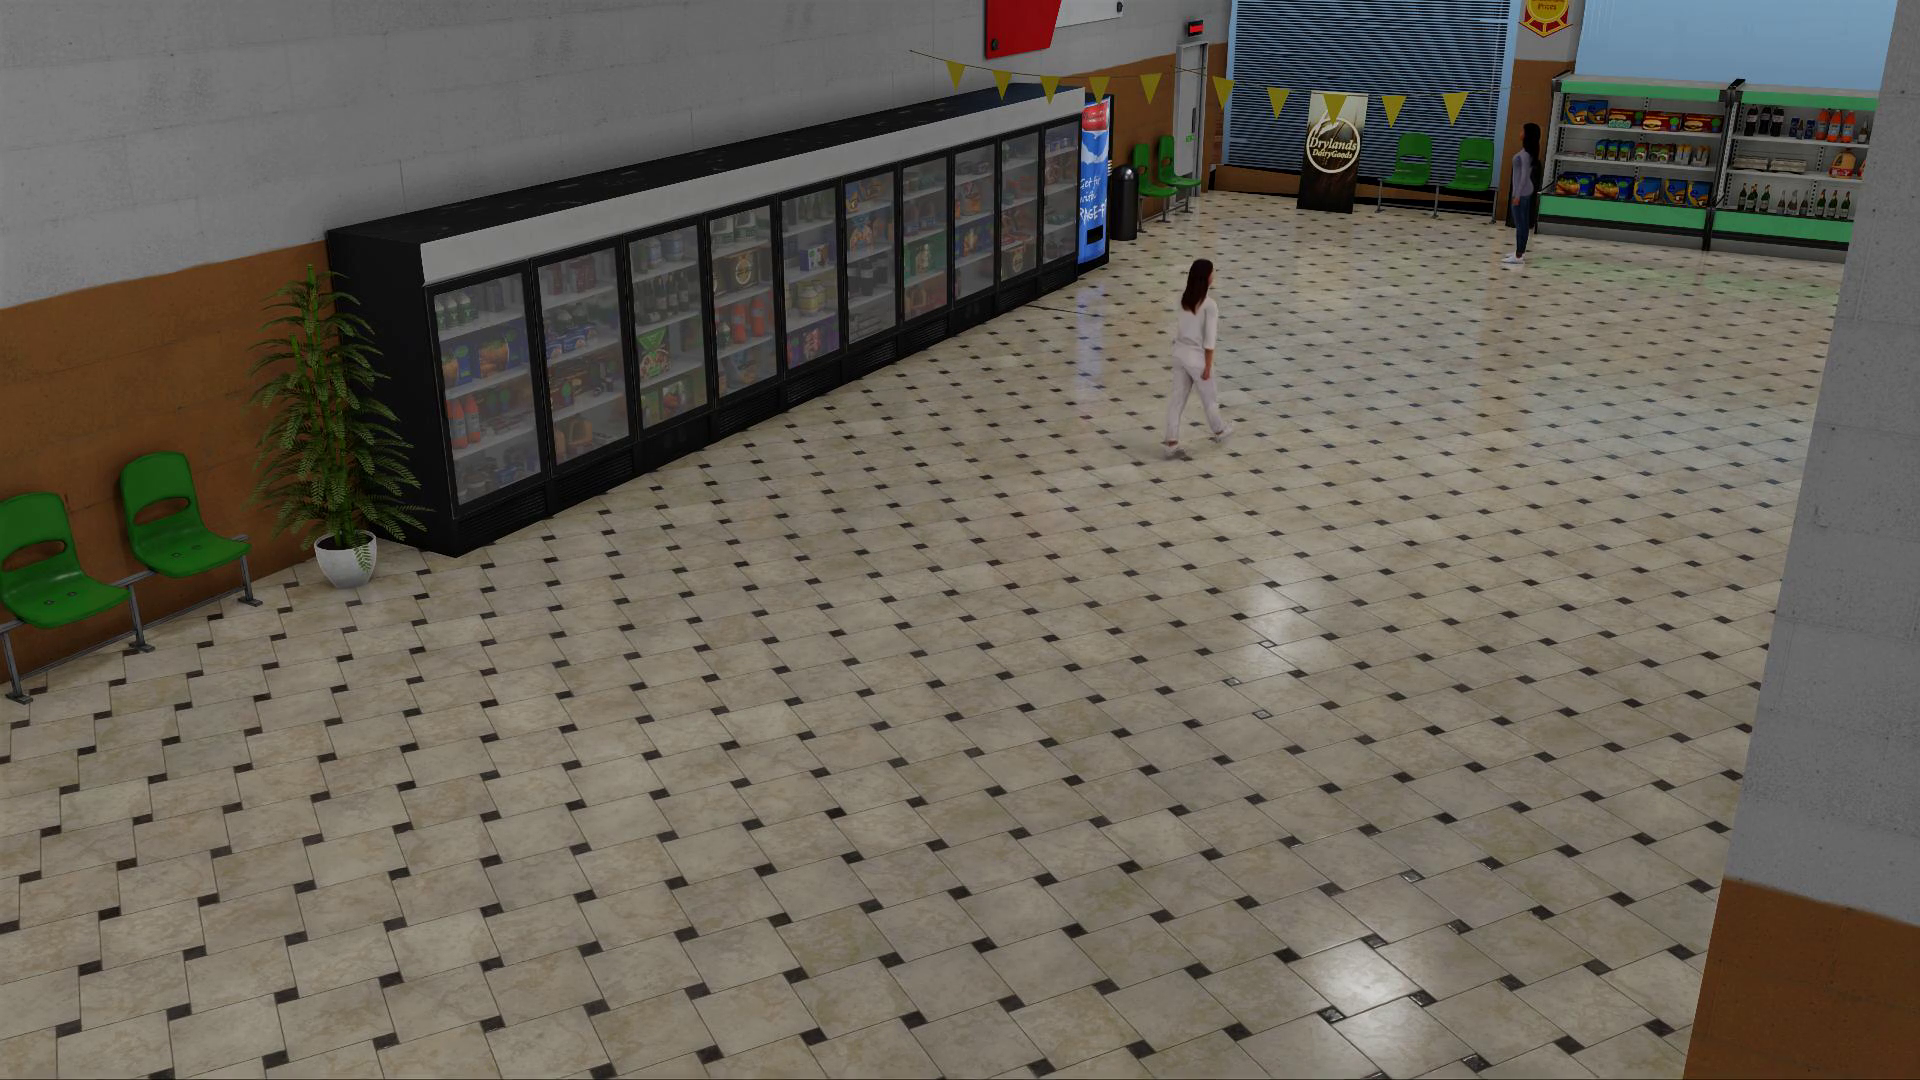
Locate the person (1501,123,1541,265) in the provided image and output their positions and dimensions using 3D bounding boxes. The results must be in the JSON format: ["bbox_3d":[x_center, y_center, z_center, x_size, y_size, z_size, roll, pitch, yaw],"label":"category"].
[{"bbox_3d":[7.105,-4.372,20.971,0.502,1.735,0.604,12,25,27],"label":"person"}]

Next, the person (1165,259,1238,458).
[{"bbox_3d":[1.899,-1.487,13.900,1.014,1.653,0.832,20,29,40],"label":"person"}]
